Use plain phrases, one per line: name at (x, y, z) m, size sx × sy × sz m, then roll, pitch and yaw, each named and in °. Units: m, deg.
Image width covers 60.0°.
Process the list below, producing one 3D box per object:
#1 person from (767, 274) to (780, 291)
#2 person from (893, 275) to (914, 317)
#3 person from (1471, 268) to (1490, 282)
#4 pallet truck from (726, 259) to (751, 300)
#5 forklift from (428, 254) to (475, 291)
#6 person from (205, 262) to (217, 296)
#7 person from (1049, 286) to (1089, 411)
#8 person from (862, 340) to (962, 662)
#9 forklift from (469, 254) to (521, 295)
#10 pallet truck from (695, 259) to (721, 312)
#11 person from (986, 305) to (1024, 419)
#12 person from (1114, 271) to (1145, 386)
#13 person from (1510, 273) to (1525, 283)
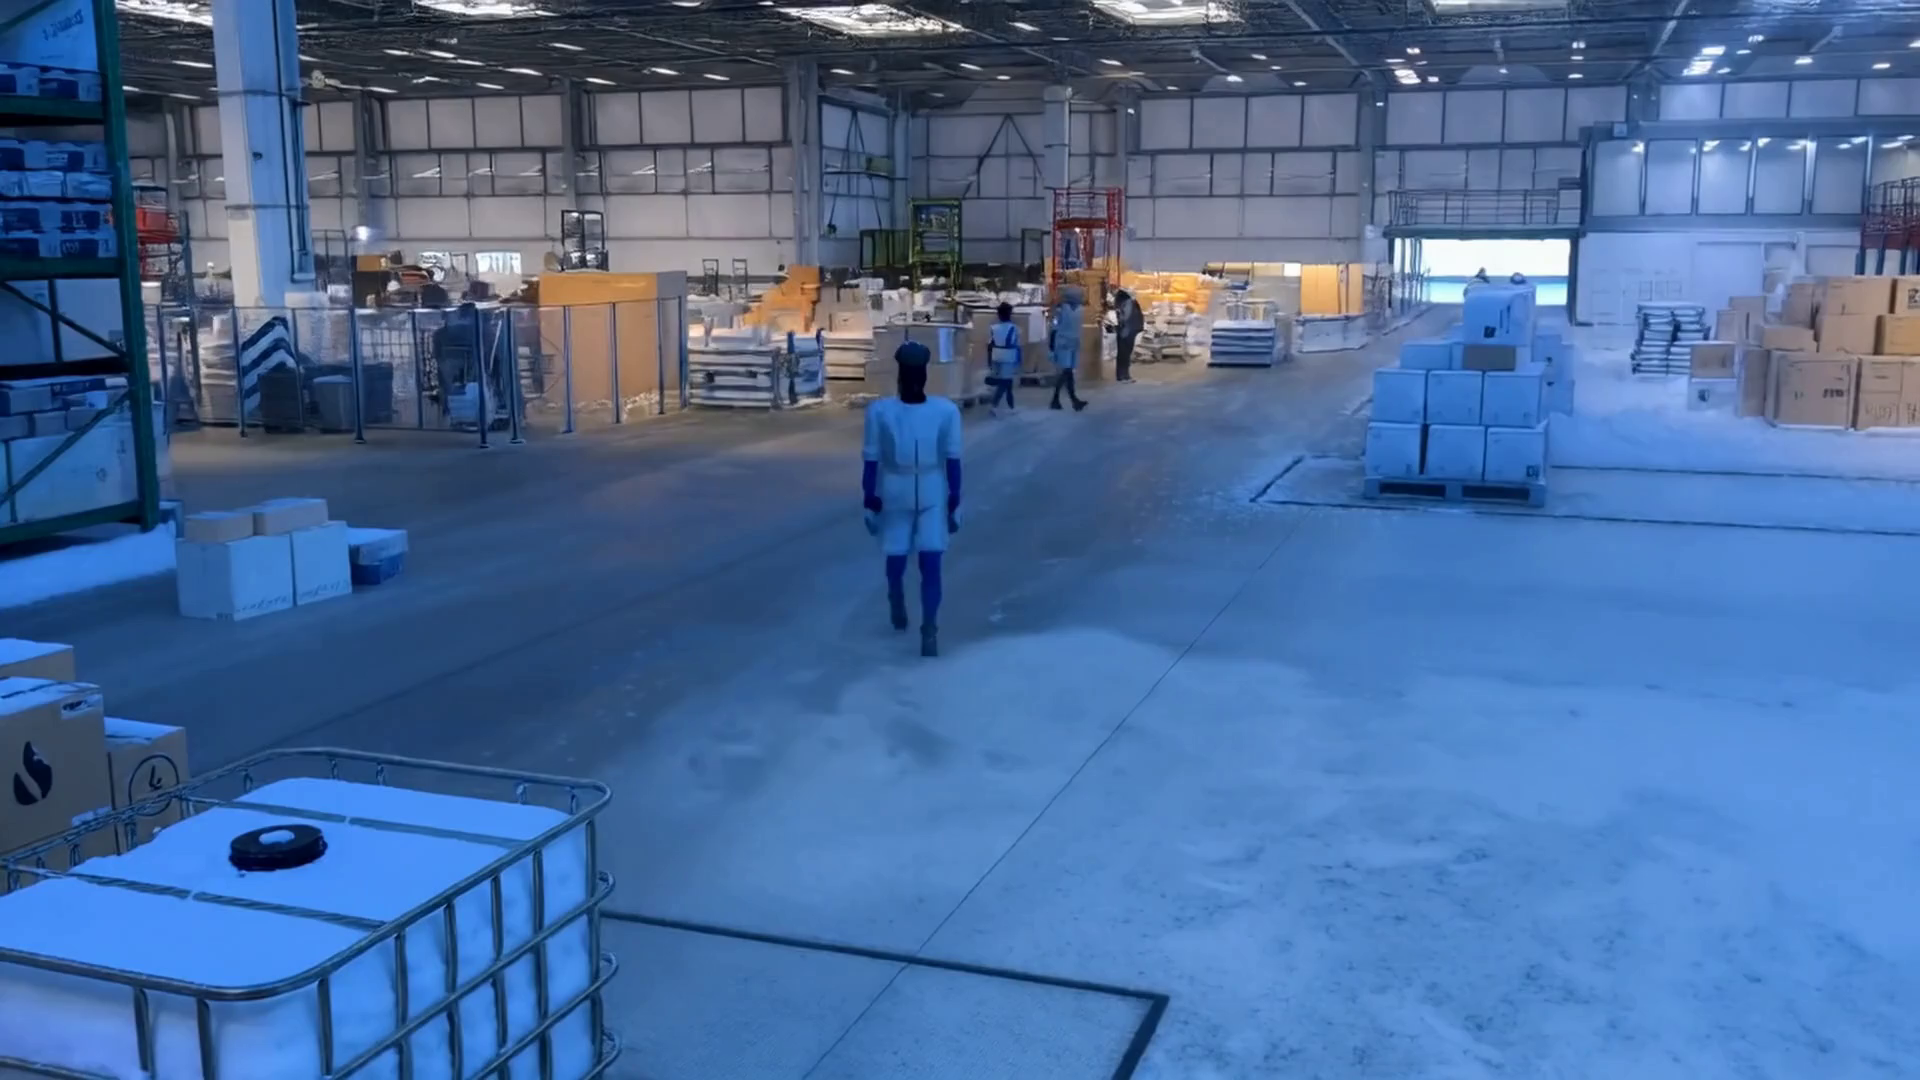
person at (-4.236, -5.074, 37.525) m, size 0.451 × 1.854 × 0.558 m, roll 2°, pitch 10°, yaw 10°
person at (-1.402, -5.626, 40.926) m, size 0.537 × 1.746 × 0.383 m, roll -1°, pitch 10°, yaw -6°
person at (14.567, -6.704, 46.733) m, size 0.582 × 1.853 × 0.899 m, roll 6°, pitch 12°, yaw 32°
pallet truck at (-7.986, -9.493, 62.019) m, size 0.823 × 1.965 × 1.885 m, roll 3°, pitch 11°, yaw 17°
forklift at (-20.133, -10.254, 65.465) m, size 1.157 × 1.987 × 2.680 m, roll 3°, pitch 11°, yaw 19°
person at (-29.396, -9.989, 65.318) m, size 0.586 × 1.824 × 0.404 m, roll 9°, pitch 13°, yaw 40°
person at (1.693, -2.882, 25.114) m, size 0.565 × 1.878 × 0.996 m, roll -8°, pitch 13°, yaw -37°
person at (-0.297, -0.273, 10.289) m, size 0.614 × 1.941 × 0.851 m, roll -1°, pitch 10°, yaw -5°
forklift at (-17.990, -10.121, 64.684) m, size 1.157 × 1.987 × 2.680 m, roll 3°, pitch 11°, yaw 17°
pallet truck at (-9.165, -9.627, 62.776) m, size 0.823 × 1.965 × 1.885 m, roll 4°, pitch 11°, yaw 23°
person at (0.619, -2.584, 24.107) m, size 0.532 × 1.646 × 0.900 m, roll 8°, pitch 13°, yaw 38°
person at (3.023, -3.765, 29.637) m, size 0.536 × 2.000 × 0.688 m, roll 3°, pitch 11°, yaw 17°
person at (9.793, -3.720, 29.519) m, size 0.612 × 1.994 × 0.984 m, roll -2°, pitch 10°, yaw -10°
